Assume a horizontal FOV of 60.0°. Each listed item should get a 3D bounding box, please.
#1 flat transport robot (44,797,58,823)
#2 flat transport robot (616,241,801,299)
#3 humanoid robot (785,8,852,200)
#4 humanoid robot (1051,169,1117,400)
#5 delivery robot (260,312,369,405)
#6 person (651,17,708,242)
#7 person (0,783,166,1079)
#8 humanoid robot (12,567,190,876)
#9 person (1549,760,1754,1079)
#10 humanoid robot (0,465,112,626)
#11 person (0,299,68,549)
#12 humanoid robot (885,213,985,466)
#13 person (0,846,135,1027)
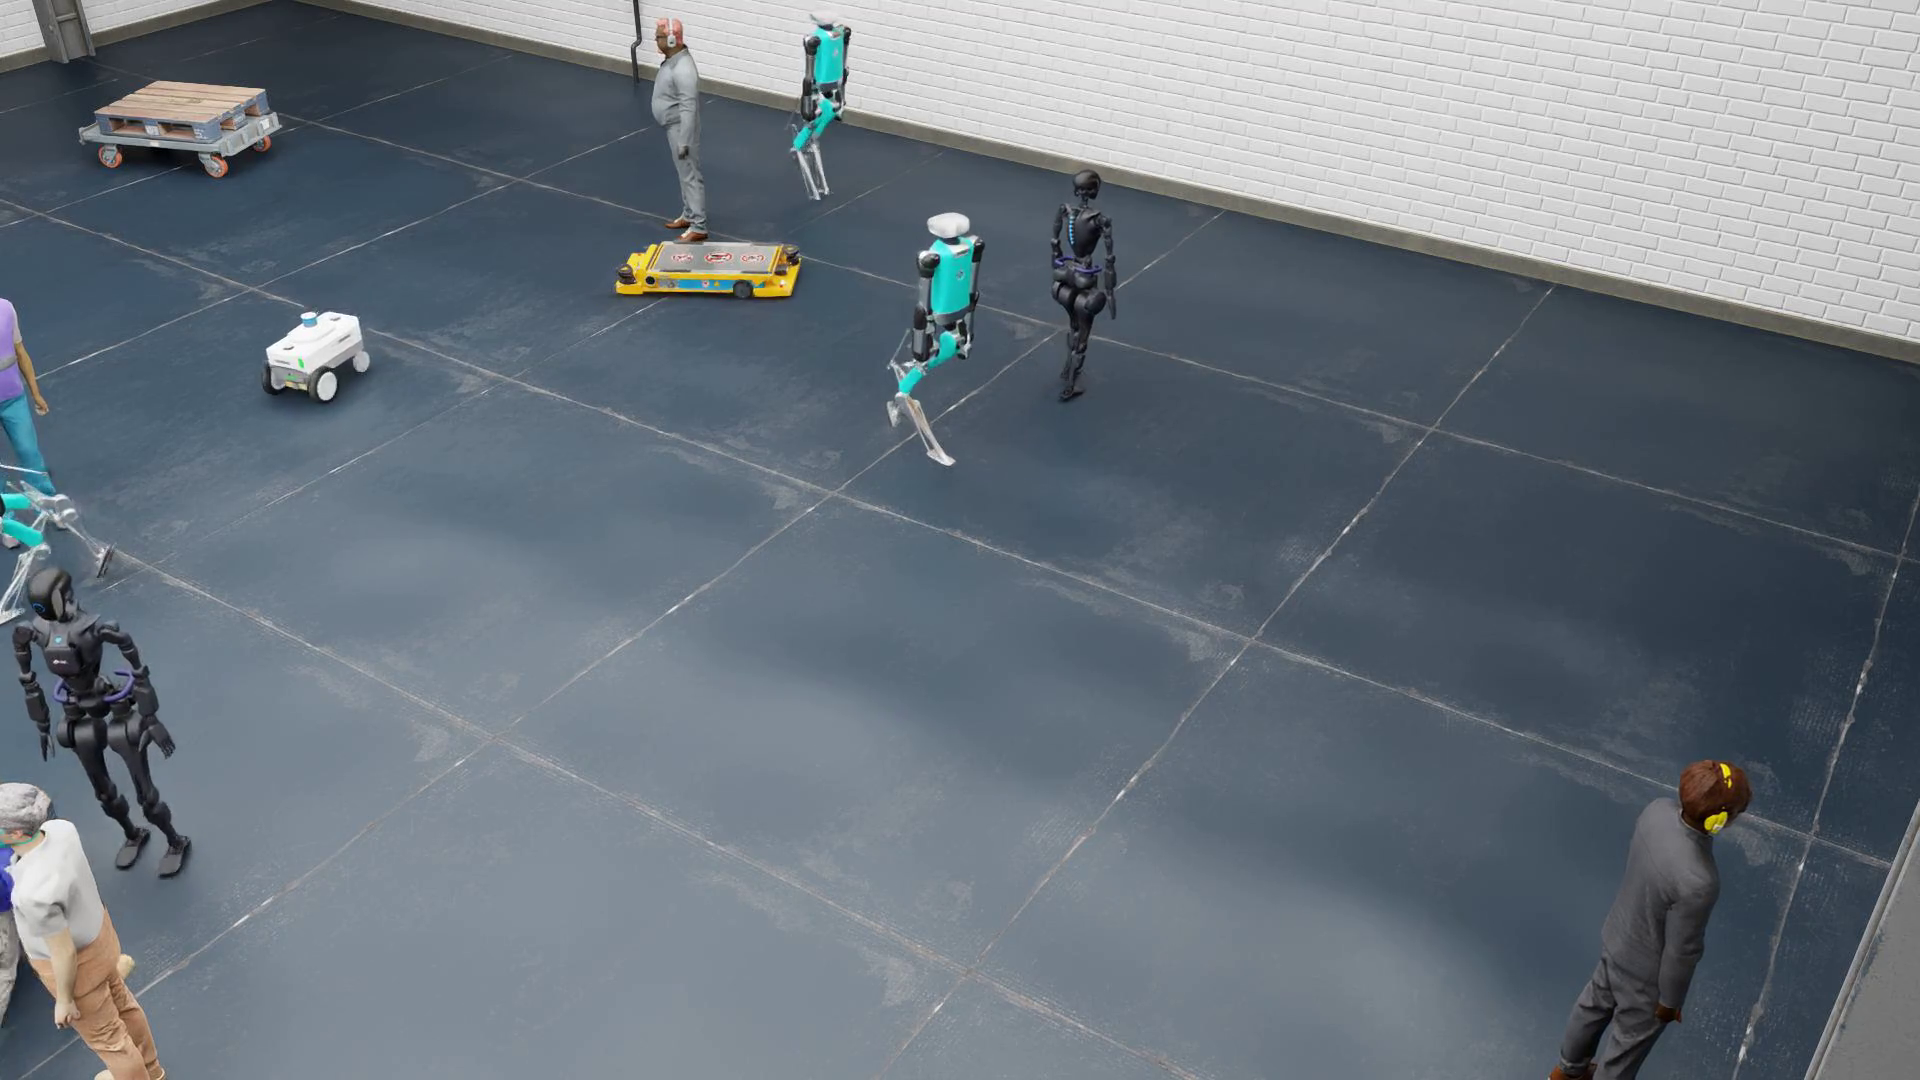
[{"bbox_3d":[-4.762,1.789,7.473,0.659,0.231,1.431,-5,33,-8],"label":"flat transport robot"},{"bbox_3d":[-2.066,-2.230,13.726,1.431,0.231,0.659,1,33,2],"label":"flat transport robot"},{"bbox_3d":[-1.323,-3.921,15.008,0.657,1.795,0.535,24,40,33],"label":"humanoid robot"},{"bbox_3d":[0.861,-1.814,11.775,0.599,1.644,0.506,27,42,36],"label":"humanoid robot"},{"bbox_3d":[-4.687,-1.365,12.109,0.499,0.587,0.788,11,34,17],"label":"delivery robot"},{"bbox_3d":[-2.399,-3.484,14.163,0.409,1.910,0.636,-9,34,-13],"label":"person"},{"bbox_3d":[-3.403,1.607,6.386,0.320,1.749,0.477,-10,34,-14],"label":"person"},{"bbox_3d":[-3.960,0.827,7.659,0.616,1.648,0.324,-2,33,-3],"label":"humanoid robot"},{"bbox_3d":[2.624,1.577,6.334,0.348,1.867,0.485,-2,33,-3],"label":"person"},{"bbox_3d":[-5.354,-0.365,9.470,0.531,1.745,1.006,24,40,32],"label":"humanoid robot"},{"bbox_3d":[-5.891,-0.842,10.115,0.565,1.840,0.380,-27,41,-35],"label":"person"},{"bbox_3d":[-0.302,-1.397,11.113,0.555,1.800,0.903,-28,42,-36],"label":"humanoid robot"},{"bbox_3d":[-3.921,1.425,6.619,0.497,1.821,0.934,13,35,19],"label":"person"}]
